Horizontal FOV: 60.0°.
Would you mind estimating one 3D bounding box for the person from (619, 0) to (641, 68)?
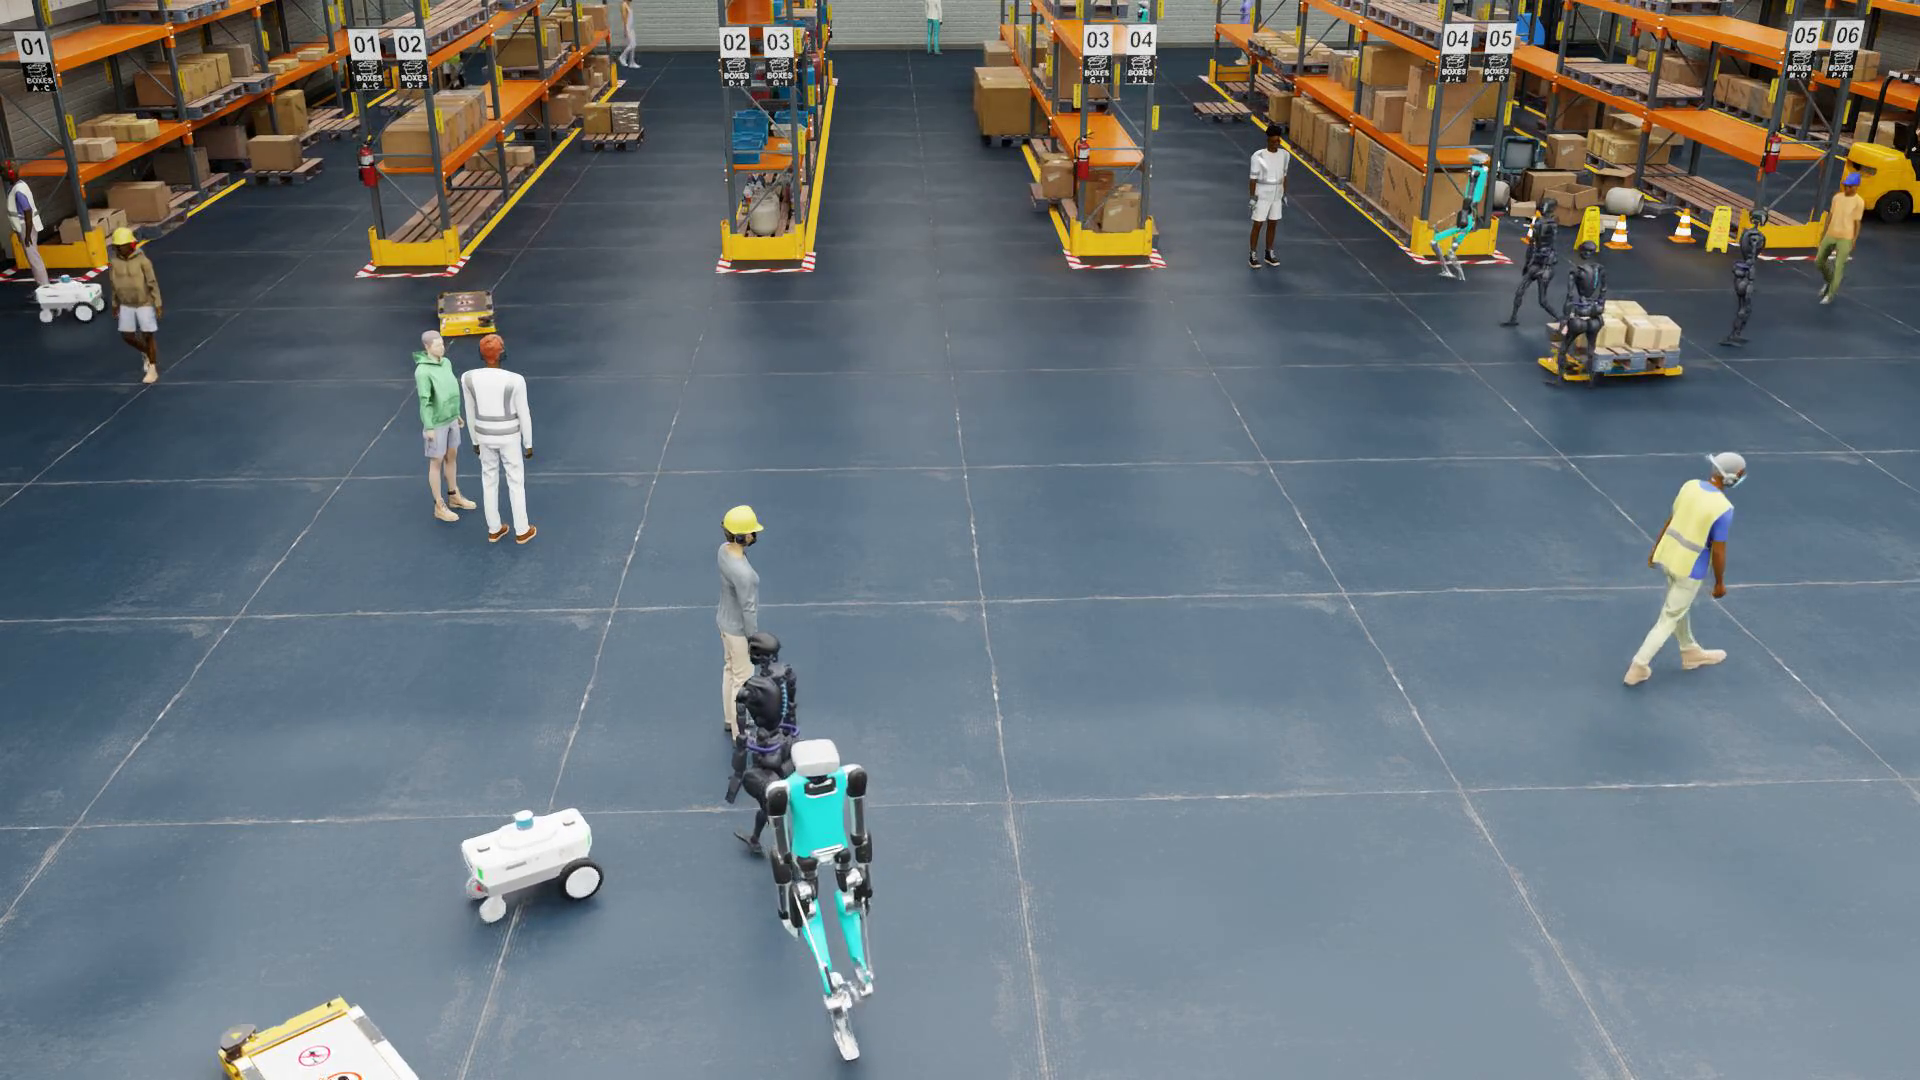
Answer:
[{"bbox_3d":[-8.042,-12.408,40.410,0.468,1.846,0.546,4,24,10],"label":"person"}]

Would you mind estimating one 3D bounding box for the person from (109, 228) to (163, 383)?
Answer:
[{"bbox_3d":[-9.177,-2.623,18.538,0.575,1.752,0.441,-2,24,-4],"label":"person"}]

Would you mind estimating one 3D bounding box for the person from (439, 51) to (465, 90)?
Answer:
[{"bbox_3d":[-11.051,-10.442,36.224,0.561,1.660,0.660,0,24,-1],"label":"person"}]

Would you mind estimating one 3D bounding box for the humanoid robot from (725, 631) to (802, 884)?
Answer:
[{"bbox_3d":[-1.183,1.292,9.878,0.735,1.632,0.589,14,27,28],"label":"humanoid robot"}]

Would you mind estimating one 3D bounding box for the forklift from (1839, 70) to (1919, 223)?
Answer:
[{"bbox_3d":[15.132,-6.143,25.915,2.313,2.155,1.214,-1,24,-2],"label":"forklift"}]

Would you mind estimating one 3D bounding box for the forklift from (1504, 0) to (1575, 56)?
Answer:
[{"bbox_3d":[14.700,-13.805,42.301,1.873,2.768,1.129,-1,24,-2],"label":"forklift"}]

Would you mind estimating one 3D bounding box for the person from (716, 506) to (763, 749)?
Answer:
[{"bbox_3d":[-1.476,0.584,11.330,0.337,1.756,0.516,-11,26,-23],"label":"person"}]

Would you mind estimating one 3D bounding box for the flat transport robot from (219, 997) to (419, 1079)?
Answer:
[{"bbox_3d":[-3.106,2.762,8.266,0.659,0.231,1.431,-20,31,-37],"label":"flat transport robot"}]

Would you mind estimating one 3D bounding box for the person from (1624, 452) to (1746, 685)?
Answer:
[{"bbox_3d":[5.320,0.196,12.097,0.855,1.834,0.614,-6,25,-14],"label":"person"}]

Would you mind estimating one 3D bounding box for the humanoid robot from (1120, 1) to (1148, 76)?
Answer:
[{"bbox_3d":[3.981,-11.772,39.130,0.865,1.784,0.572,9,26,19],"label":"humanoid robot"}]

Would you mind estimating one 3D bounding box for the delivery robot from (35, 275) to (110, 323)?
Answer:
[{"bbox_3d":[-11.199,-3.038,20.938,0.785,0.587,0.499,-2,24,-4],"label":"delivery robot"}]

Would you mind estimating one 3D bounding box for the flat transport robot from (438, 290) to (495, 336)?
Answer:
[{"bbox_3d":[-6.199,-2.857,20.892,0.659,0.231,1.431,-7,25,-14],"label":"flat transport robot"}]

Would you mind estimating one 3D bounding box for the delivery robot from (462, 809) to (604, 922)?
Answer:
[{"bbox_3d":[-2.553,1.875,9.879,0.756,0.571,0.499,-14,28,-29],"label":"delivery robot"}]

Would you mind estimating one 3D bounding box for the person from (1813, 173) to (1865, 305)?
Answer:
[{"bbox_3d":[11.303,-3.876,21.400,0.382,1.705,0.472,-16,28,-31],"label":"person"}]

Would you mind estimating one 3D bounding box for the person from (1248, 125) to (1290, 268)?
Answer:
[{"bbox_3d":[4.298,-4.786,23.141,0.612,1.963,0.361,-10,26,-21],"label":"person"}]

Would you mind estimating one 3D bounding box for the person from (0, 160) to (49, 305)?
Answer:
[{"bbox_3d":[-12.058,-3.987,21.491,0.378,1.844,0.568,-15,28,-31],"label":"person"}]

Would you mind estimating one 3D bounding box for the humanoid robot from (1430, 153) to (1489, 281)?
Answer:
[{"bbox_3d":[6.656,-4.306,22.420,0.746,1.834,0.540,14,28,29],"label":"humanoid robot"}]

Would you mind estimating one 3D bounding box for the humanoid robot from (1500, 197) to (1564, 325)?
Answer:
[{"bbox_3d":[7.143,-3.381,20.423,0.736,1.643,0.593,-5,24,-11],"label":"humanoid robot"}]

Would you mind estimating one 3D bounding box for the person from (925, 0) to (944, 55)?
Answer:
[{"bbox_3d":[-0.658,-13.341,42.613,0.521,1.764,0.315,19,30,37],"label":"person"}]

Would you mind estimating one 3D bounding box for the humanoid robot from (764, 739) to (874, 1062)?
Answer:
[{"bbox_3d":[-0.628,1.894,8.412,0.531,1.756,0.913,-10,26,-22],"label":"humanoid robot"}]

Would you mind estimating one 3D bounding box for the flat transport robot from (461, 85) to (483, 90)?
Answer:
[{"bbox_3d":[-10.565,-9.742,36.363,0.659,0.231,1.431,-1,24,-2],"label":"flat transport robot"}]

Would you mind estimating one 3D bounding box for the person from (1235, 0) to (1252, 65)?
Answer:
[{"bbox_3d":[7.042,-12.652,41.021,0.375,1.796,0.606,3,24,6],"label":"person"}]

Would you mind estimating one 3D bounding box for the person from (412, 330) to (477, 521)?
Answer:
[{"bbox_3d":[-4.684,-1.046,15.011,0.347,1.742,0.470,8,25,18],"label":"person"}]

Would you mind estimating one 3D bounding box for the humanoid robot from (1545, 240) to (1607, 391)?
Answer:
[{"bbox_3d":[6.878,-2.464,18.295,0.609,1.634,0.446,-11,26,-23],"label":"humanoid robot"}]

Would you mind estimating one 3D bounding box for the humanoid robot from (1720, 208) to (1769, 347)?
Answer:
[{"bbox_3d":[9.367,-3.109,19.719,0.394,1.645,0.616,8,25,17],"label":"humanoid robot"}]

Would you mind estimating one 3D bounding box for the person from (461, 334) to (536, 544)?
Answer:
[{"bbox_3d":[-3.988,-0.866,14.451,0.564,1.878,0.352,2,24,4],"label":"person"}]

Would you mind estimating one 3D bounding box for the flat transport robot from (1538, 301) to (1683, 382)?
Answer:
[{"bbox_3d":[7.448,-2.042,19.060,1.431,0.231,0.659,-4,24,-9],"label":"flat transport robot"}]
